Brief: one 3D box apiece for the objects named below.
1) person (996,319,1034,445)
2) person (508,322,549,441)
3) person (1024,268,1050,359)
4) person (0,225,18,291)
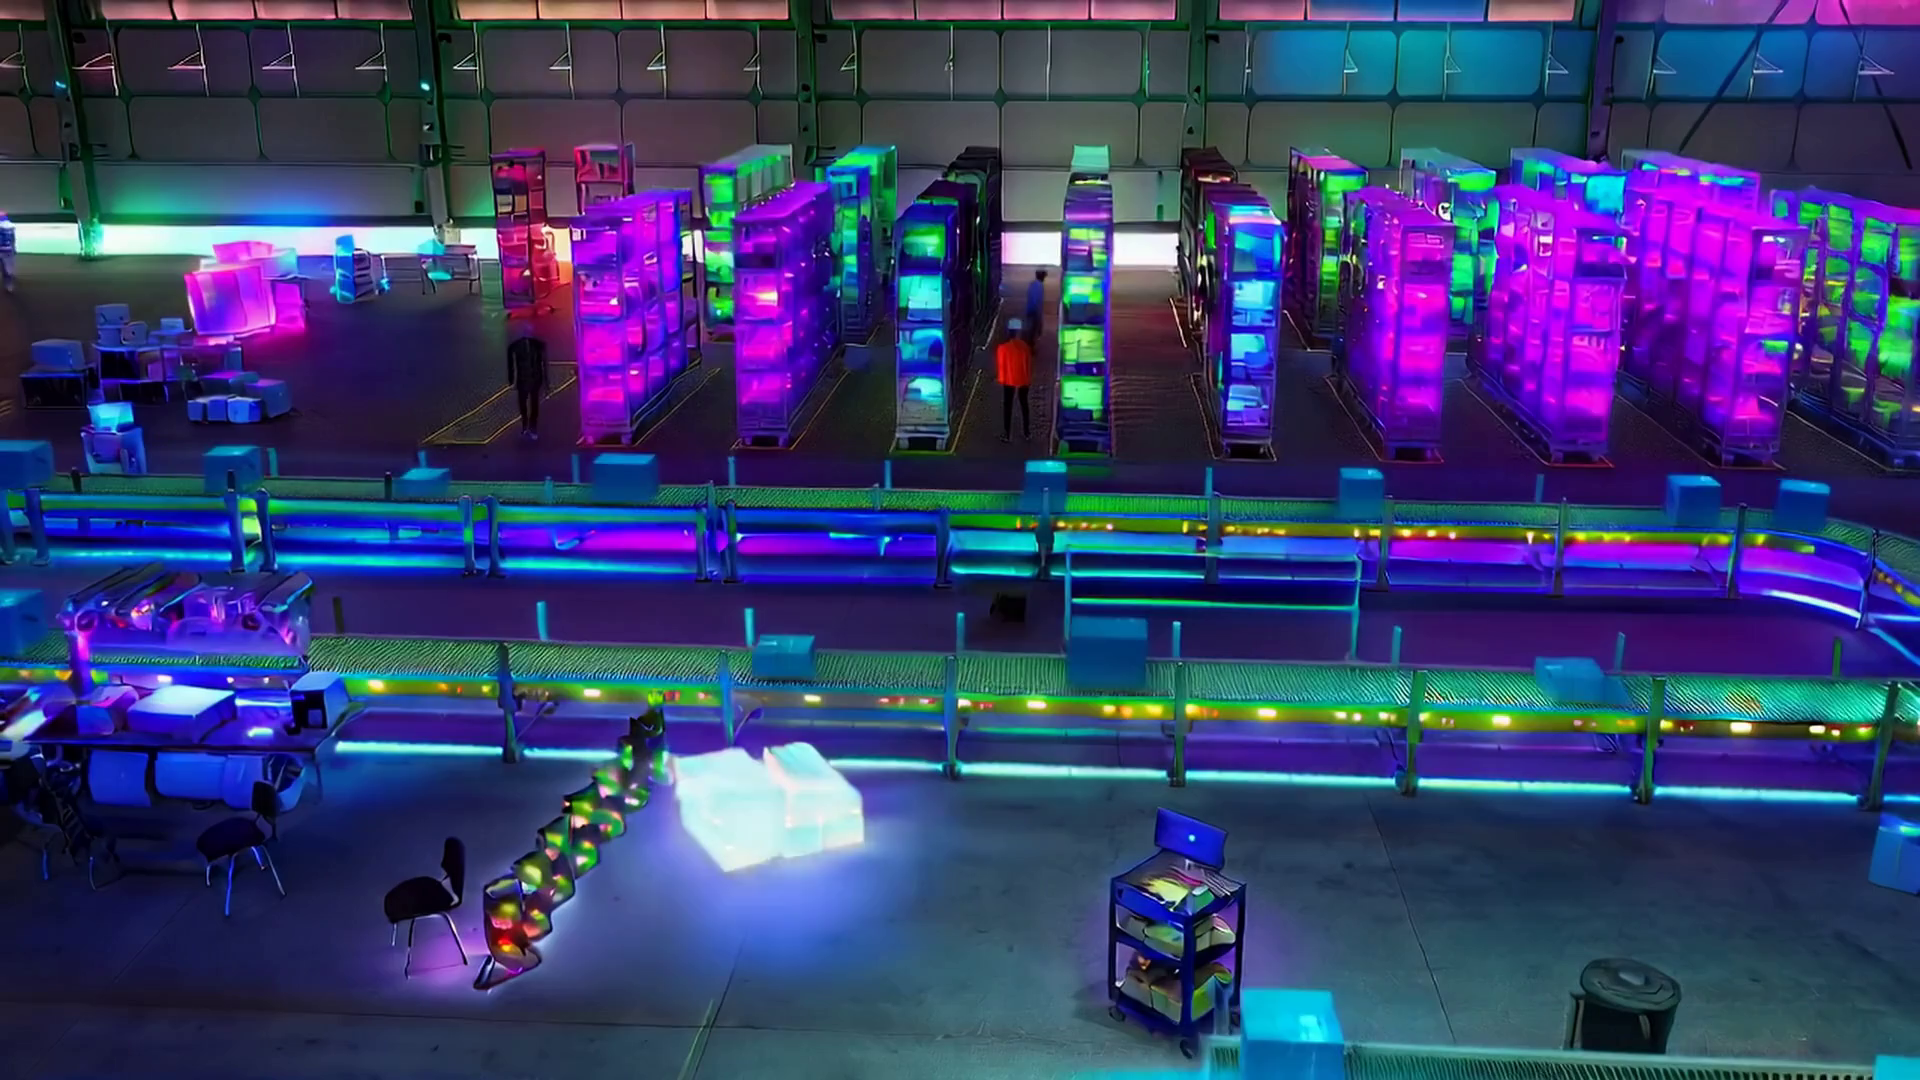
[{"bbox_3d":[0.861,-2.495,26.210,0.622,1.993,0.384,-6,19,-19],"label":"person"},{"bbox_3d":[-6.886,-2.568,26.663,0.637,1.855,0.964,-4,18,-12],"label":"person"},{"bbox_3d":[1.503,-4.450,32.720,0.496,1.811,0.576,0,17,0],"label":"person"},{"bbox_3d":[-23.555,-7.066,40.826,0.498,1.917,0.643,4,18,13],"label":"person"}]
